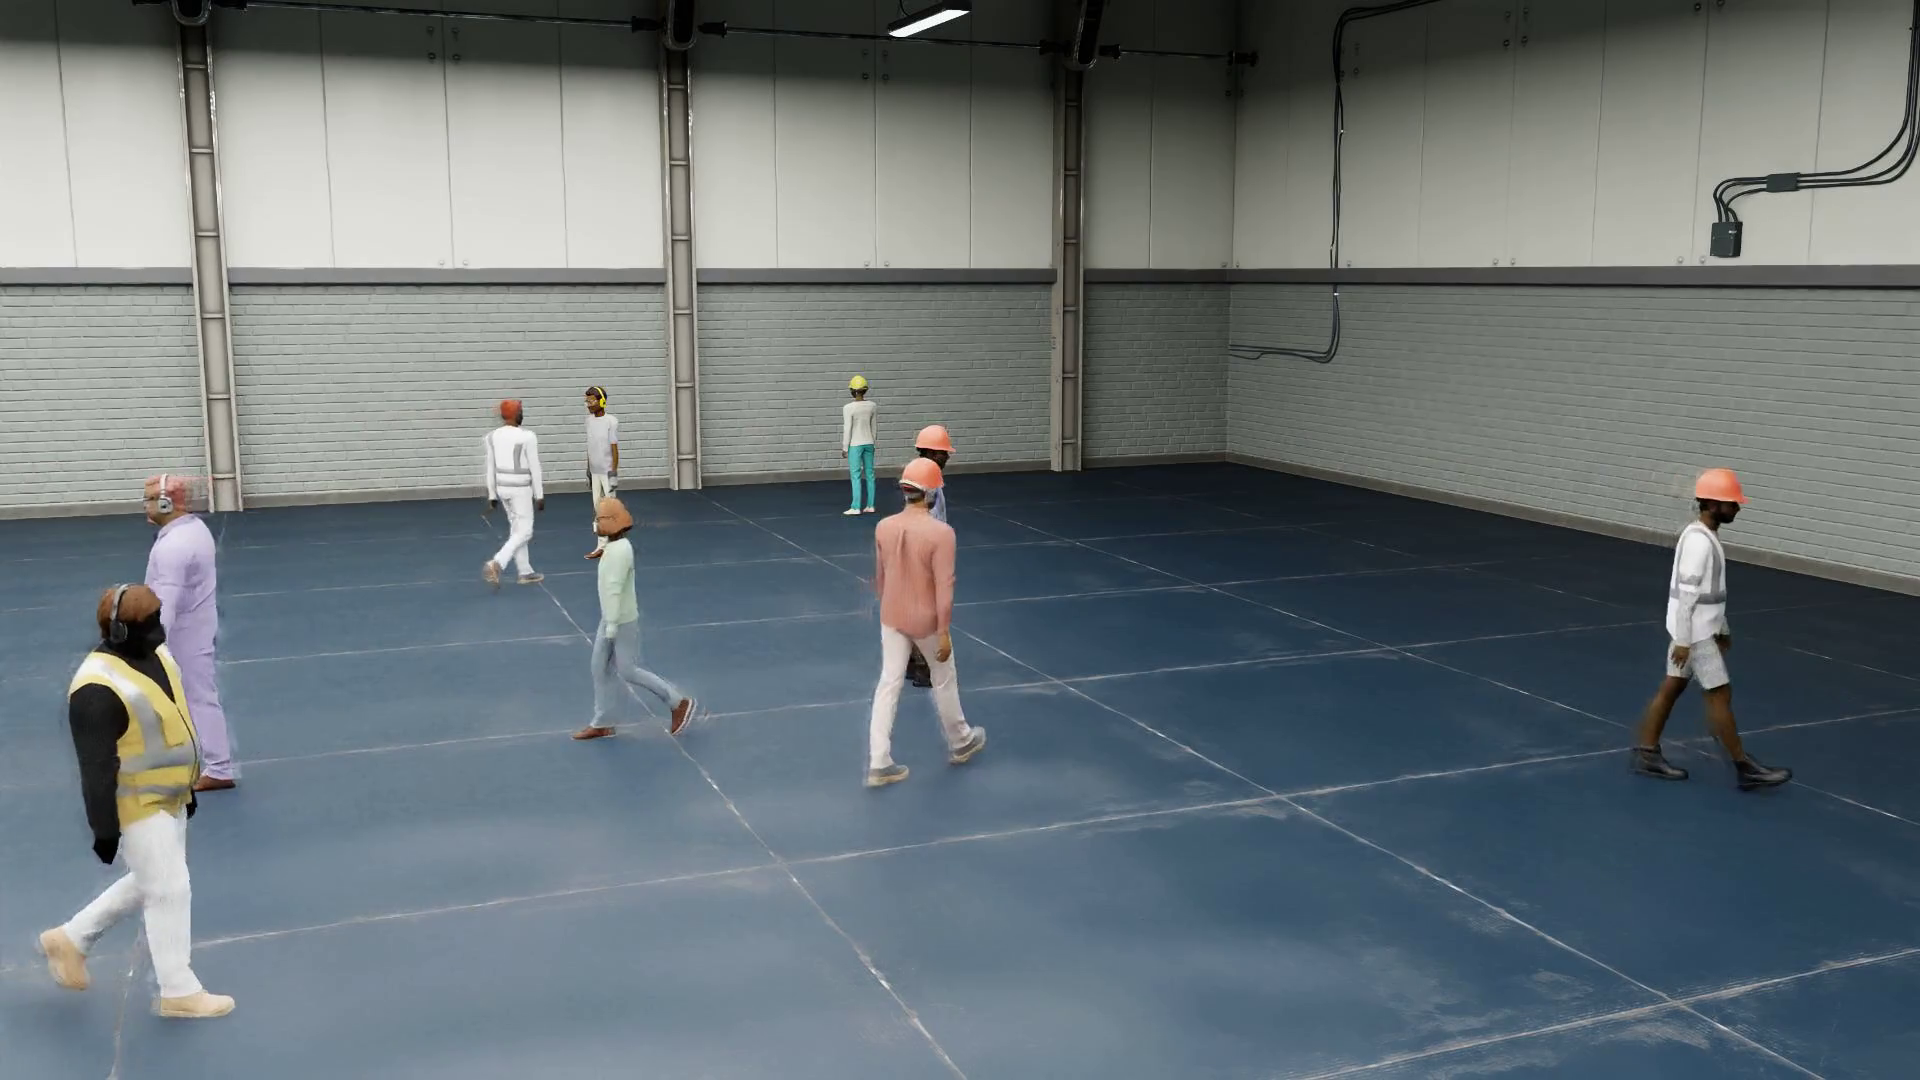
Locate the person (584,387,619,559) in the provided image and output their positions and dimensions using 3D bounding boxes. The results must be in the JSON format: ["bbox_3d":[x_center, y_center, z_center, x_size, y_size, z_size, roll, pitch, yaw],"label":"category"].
[{"bbox_3d":[-3.811,-0.701,17.695,0.499,1.860,0.311,7,11,37],"label":"person"}]

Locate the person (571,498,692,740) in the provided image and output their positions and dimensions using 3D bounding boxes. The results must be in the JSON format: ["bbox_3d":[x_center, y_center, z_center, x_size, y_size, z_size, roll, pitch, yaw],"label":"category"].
[{"bbox_3d":[-2.160,0.516,10.841,0.709,1.608,0.505,-4,10,-21],"label":"person"}]

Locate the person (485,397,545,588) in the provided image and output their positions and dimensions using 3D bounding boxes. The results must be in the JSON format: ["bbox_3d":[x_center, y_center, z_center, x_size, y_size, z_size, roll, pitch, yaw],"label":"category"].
[{"bbox_3d":[-4.349,-0.450,16.124,0.582,1.863,0.800,5,10,27],"label":"person"}]

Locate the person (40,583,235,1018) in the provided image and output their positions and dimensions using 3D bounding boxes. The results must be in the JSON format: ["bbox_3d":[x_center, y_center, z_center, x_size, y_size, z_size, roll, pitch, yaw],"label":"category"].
[{"bbox_3d":[-3.398,1.060,6.769,0.724,1.815,0.620,-1,9,-5],"label":"person"}]

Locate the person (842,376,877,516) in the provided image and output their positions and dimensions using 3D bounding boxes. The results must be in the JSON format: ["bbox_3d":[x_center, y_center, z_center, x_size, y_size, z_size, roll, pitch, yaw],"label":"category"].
[{"bbox_3d":[-1.271,-1.192,21.051,0.525,1.772,0.302,-8,12,-42],"label":"person"}]

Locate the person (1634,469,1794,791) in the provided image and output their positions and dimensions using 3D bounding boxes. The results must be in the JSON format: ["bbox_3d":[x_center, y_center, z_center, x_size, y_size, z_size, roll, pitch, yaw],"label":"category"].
[{"bbox_3d":[4.490,0.534,9.800,0.930,1.896,0.574,4,10,24],"label":"person"}]

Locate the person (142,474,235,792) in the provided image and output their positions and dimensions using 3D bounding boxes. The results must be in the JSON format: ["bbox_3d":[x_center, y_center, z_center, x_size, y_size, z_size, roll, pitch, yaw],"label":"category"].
[{"bbox_3d":[-4.647,0.559,9.680,0.757,1.880,0.681,-2,9,-15],"label":"person"}]

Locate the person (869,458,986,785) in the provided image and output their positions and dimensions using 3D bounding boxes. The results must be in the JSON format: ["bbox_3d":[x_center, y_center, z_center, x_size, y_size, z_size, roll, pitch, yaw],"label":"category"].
[{"bbox_3d":[-0.235,0.469,10.085,0.644,1.937,1.012,6,11,35],"label":"person"}]

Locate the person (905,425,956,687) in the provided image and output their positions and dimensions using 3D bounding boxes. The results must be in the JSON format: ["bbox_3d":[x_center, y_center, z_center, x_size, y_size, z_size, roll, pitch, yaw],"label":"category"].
[{"bbox_3d":[-0.221,0.116,12.319,0.373,1.933,0.550,-2,9,-12],"label":"person"}]
